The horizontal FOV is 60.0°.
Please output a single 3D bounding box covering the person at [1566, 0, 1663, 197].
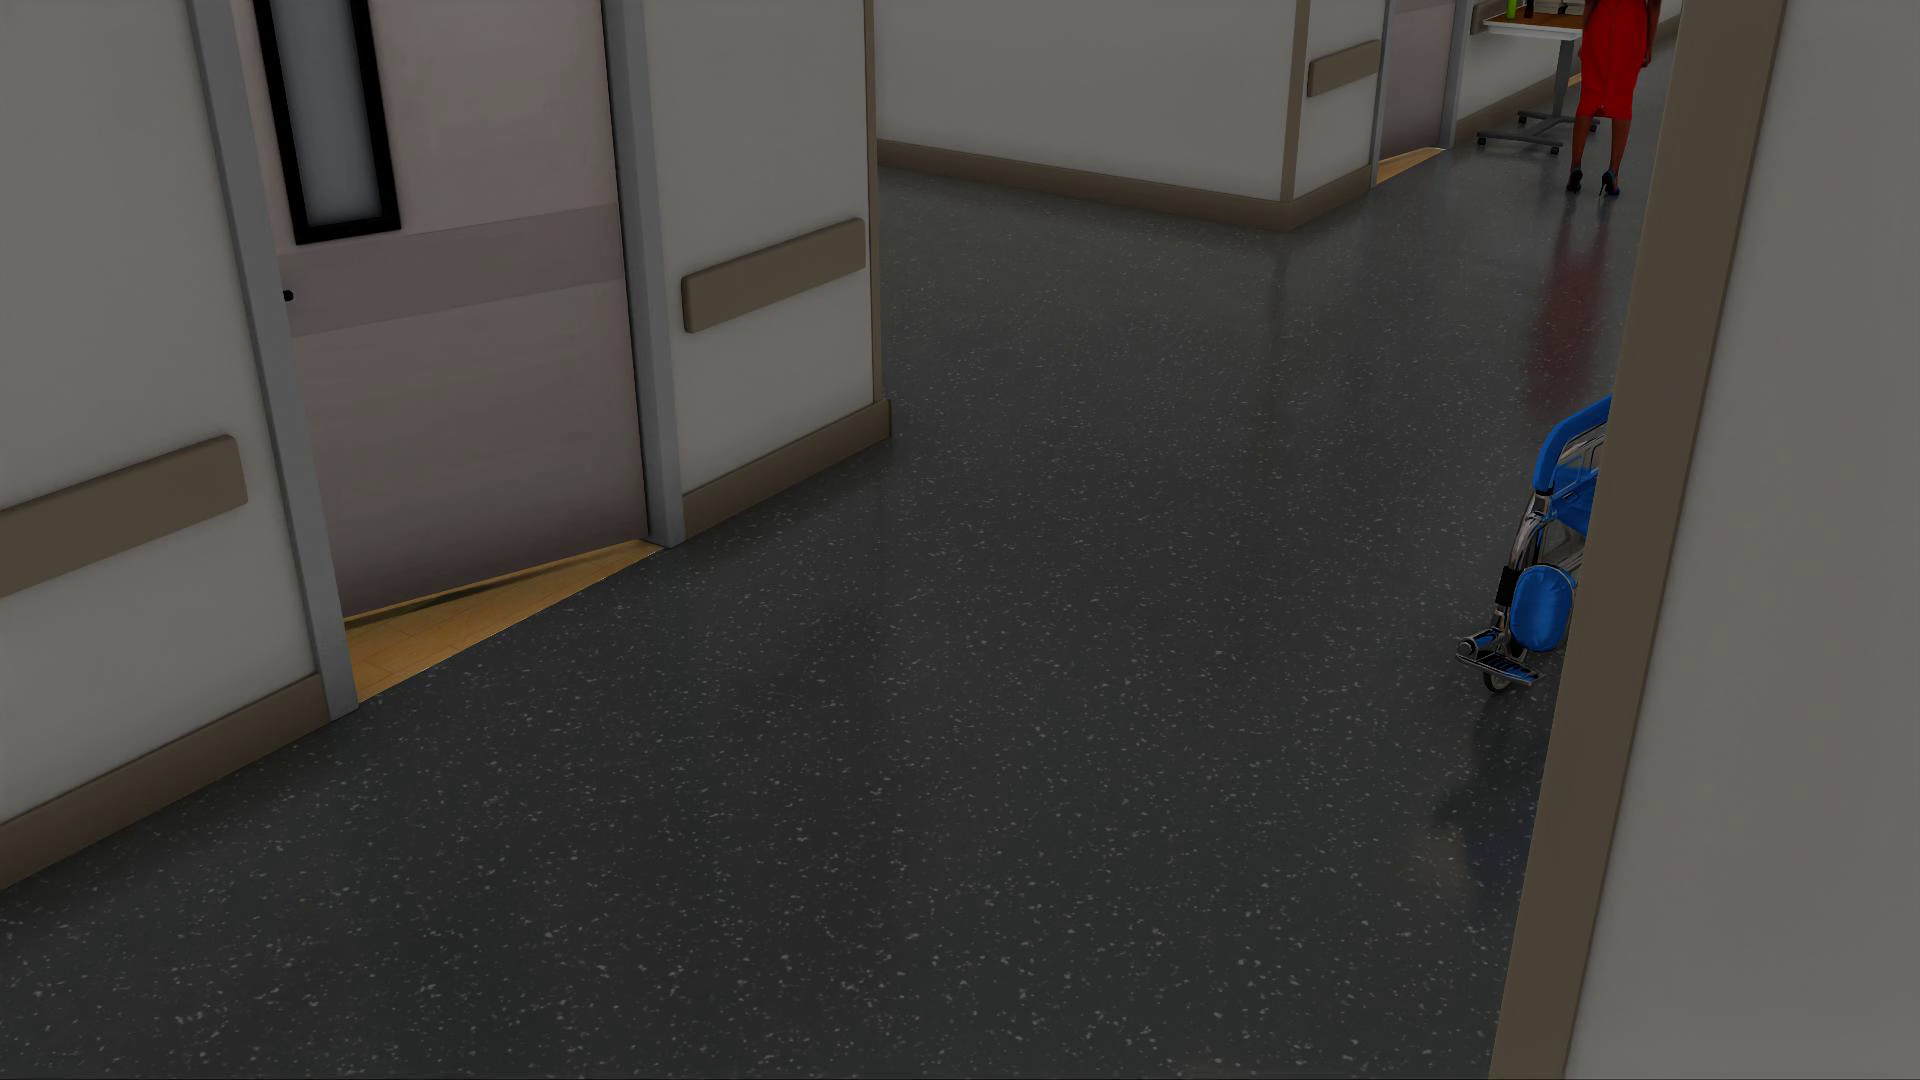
[{"bbox_3d":[3.806,-2.889,9.667,0.584,1.744,0.523,13,29,25],"label":"person"}]
